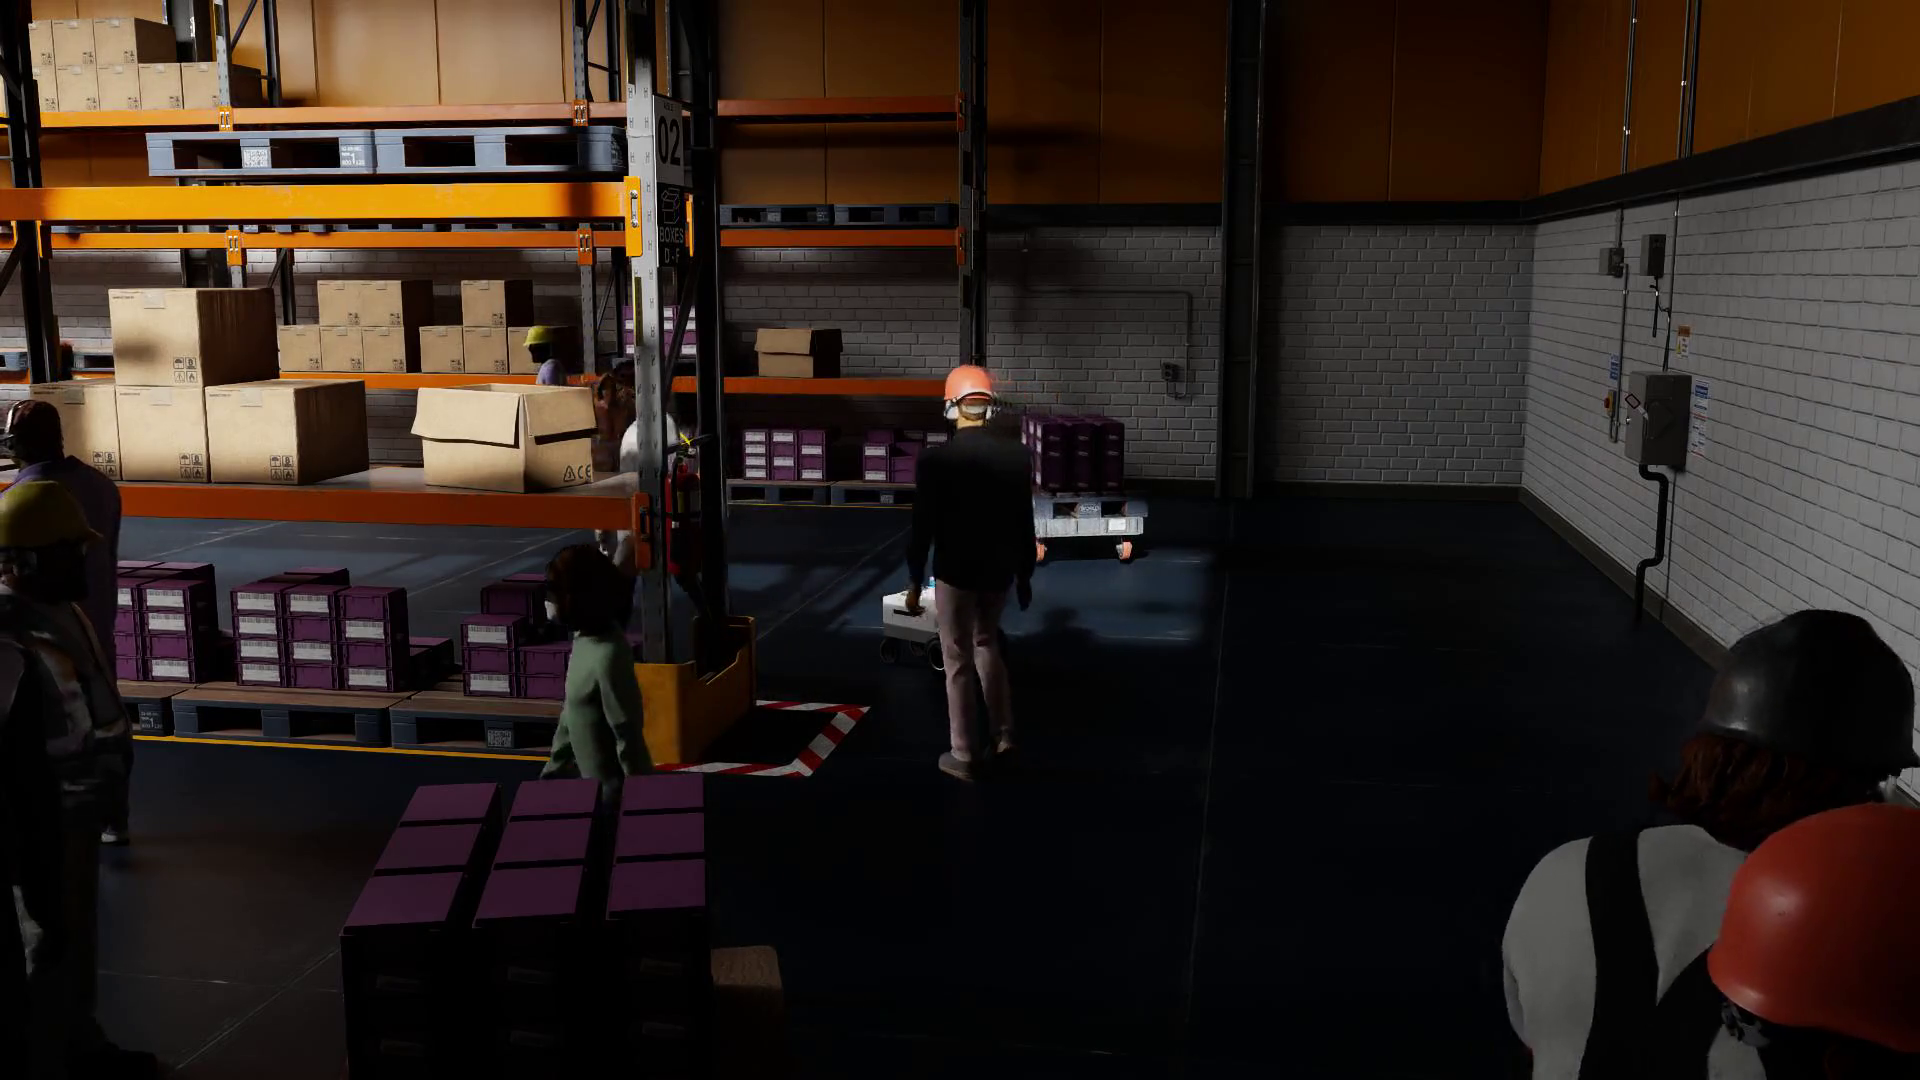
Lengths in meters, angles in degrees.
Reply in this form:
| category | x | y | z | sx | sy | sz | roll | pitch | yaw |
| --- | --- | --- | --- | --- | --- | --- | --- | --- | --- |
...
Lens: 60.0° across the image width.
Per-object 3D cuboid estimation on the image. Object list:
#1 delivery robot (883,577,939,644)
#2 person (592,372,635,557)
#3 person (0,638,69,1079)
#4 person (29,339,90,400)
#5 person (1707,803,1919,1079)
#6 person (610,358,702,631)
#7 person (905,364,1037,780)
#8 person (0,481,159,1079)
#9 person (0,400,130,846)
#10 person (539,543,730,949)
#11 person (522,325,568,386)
| category | x | y | z | sx | sy | sz | roll | pitch | yaw |
| --- | --- | --- | --- | --- | --- | --- | --- | --- | --- |
| delivery robot | -0.136 | 0.465 | 10.107 | 0.707 | 0.478 | 0.477 | 8 | 12 | 41 |
| person | -2.900 | -0.600 | 13.782 | 0.532 | 1.596 | 0.862 | -3 | 10 | -19 |
| person | -2.363 | 0.849 | 3.788 | 0.592 | 1.922 | 0.392 | -3 | 10 | -20 |
| person | -7.202 | -0.682 | 13.447 | 0.583 | 1.863 | 0.450 | -1 | 9 | -3 |
| person | 0.801 | 1.190 | 1.613 | 0.370 | 1.939 | 0.543 | 3 | 10 | 20 |
| person | -1.811 | -0.130 | 9.929 | 1.044 | 1.914 | 0.616 | 3 | 10 | 20 |
| person | 0.043 | 0.156 | 7.919 | 0.633 | 1.972 | 0.433 | -6 | 11 | -31 |
| person | -2.574 | 0.741 | 4.749 | 0.405 | 1.830 | 0.621 | -3 | 10 | -16 |
| person | -3.668 | 0.385 | 6.735 | 0.406 | 1.902 | 0.638 | 1 | 9 | 7 |
| person | -1.118 | 0.781 | 5.252 | 0.906 | 1.577 | 0.531 | -2 | 9 | -15 |
| person | -3.914 | -1.090 | 15.875 | 0.450 | 1.905 | 0.595 | -1 | 9 | -8 |
